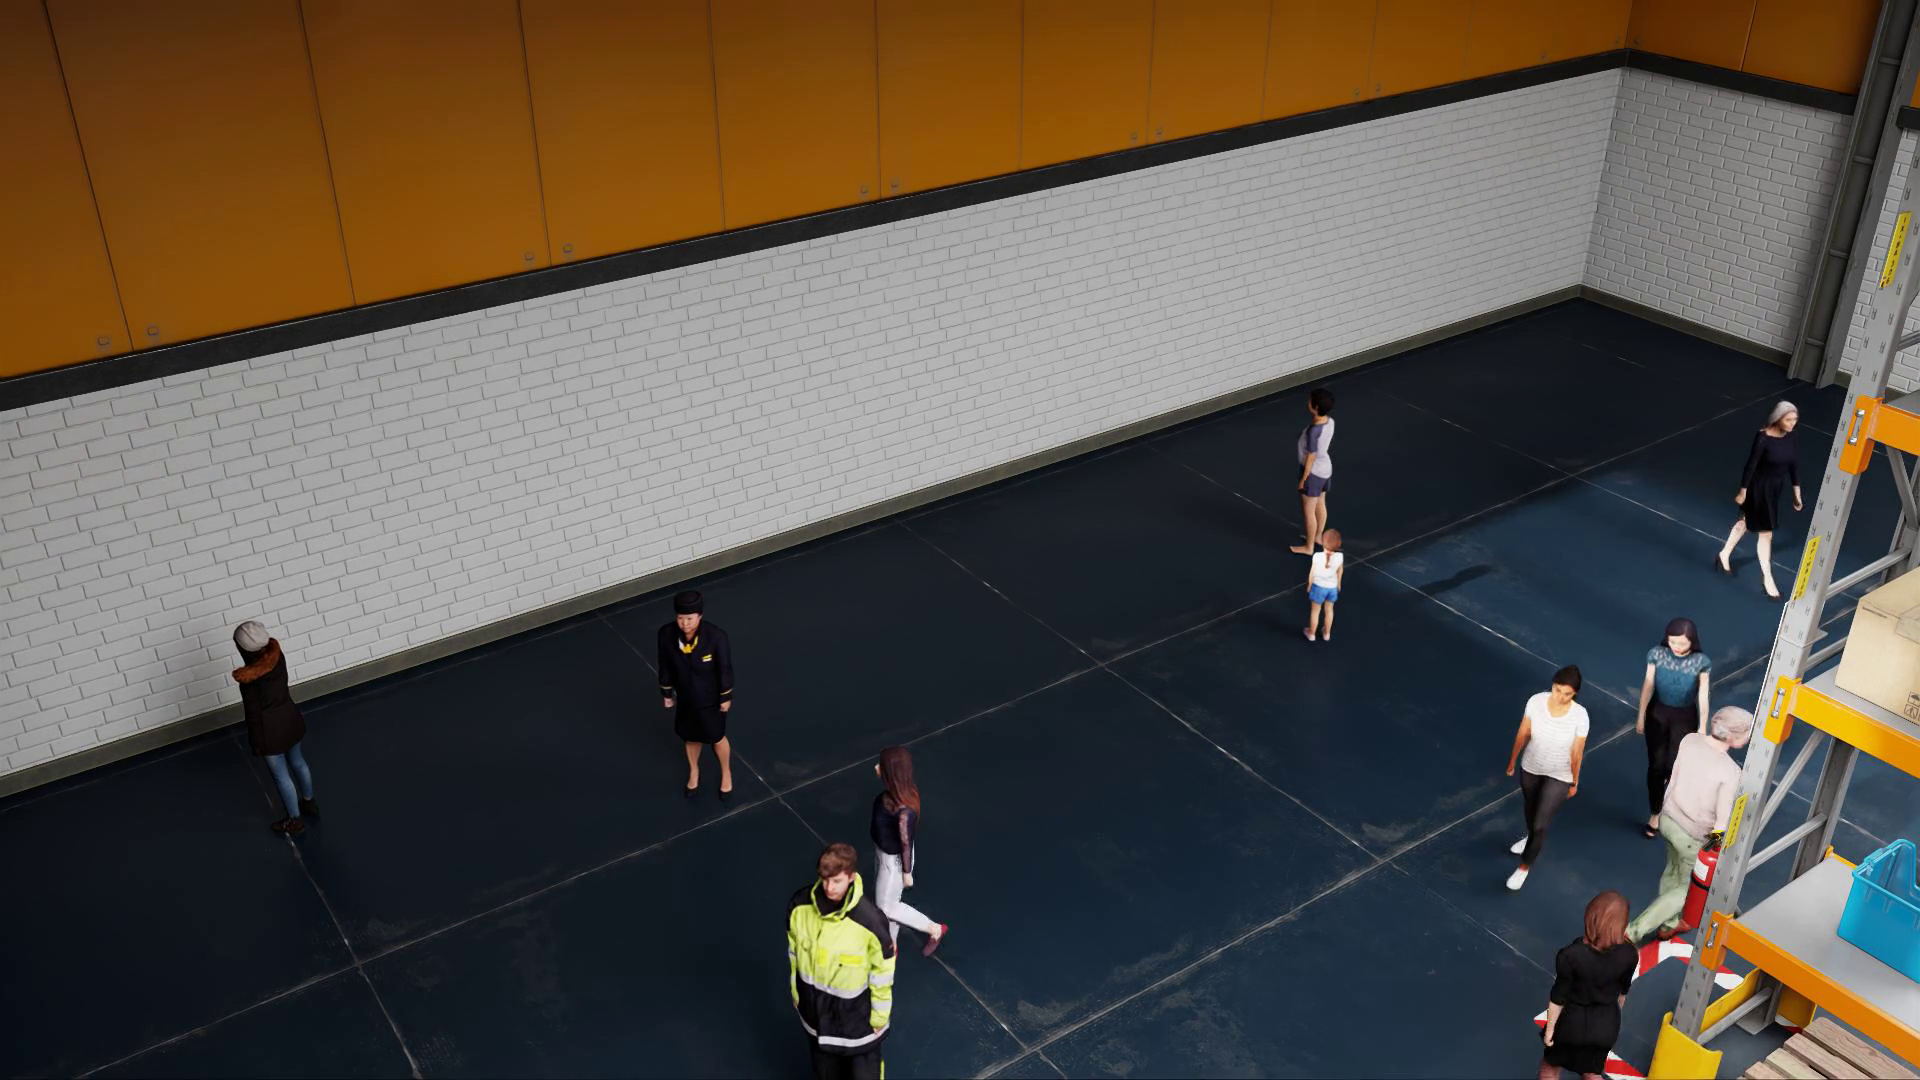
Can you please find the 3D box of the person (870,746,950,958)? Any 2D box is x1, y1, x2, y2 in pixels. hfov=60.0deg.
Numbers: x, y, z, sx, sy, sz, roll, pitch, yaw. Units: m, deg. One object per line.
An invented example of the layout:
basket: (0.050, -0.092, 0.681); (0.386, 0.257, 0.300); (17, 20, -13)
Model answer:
person: (-0.346, 1.923, 10.083); (0.870, 1.597, 0.850); (-2, 29, -4)

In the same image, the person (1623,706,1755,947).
person: (4.343, 1.805, 10.042); (0.922, 1.845, 1.065); (-12, 31, -20)

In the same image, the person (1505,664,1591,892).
person: (3.886, 1.479, 10.882); (0.740, 1.611, 0.844); (-22, 35, -34)

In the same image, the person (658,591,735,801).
person: (-1.804, 1.076, 11.562); (0.796, 1.669, 0.856); (4, 29, 8)

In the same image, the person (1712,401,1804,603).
person: (6.804, -0.418, 14.250); (0.696, 1.717, 1.069); (-13, 31, -22)

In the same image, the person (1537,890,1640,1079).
person: (3.319, 2.618, 8.720); (0.848, 1.683, 0.992); (-4, 29, -7)

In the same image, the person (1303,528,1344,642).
person: (2.972, 0.362, 13.550); (0.483, 1.019, 0.522); (-2, 29, -3)

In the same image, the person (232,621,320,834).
person: (-4.637, 1.250, 11.279); (0.781, 1.634, 0.728); (7, 29, 12)

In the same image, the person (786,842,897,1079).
person: (-0.629, 2.388, 8.832); (0.800, 1.980, 0.930); (12, 31, 21)

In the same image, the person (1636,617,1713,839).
person: (4.826, 1.211, 11.278); (0.889, 1.703, 0.878); (14, 31, 23)

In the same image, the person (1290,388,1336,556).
person: (3.159, -0.625, 14.790); (0.635, 1.564, 0.632); (18, 33, 29)
